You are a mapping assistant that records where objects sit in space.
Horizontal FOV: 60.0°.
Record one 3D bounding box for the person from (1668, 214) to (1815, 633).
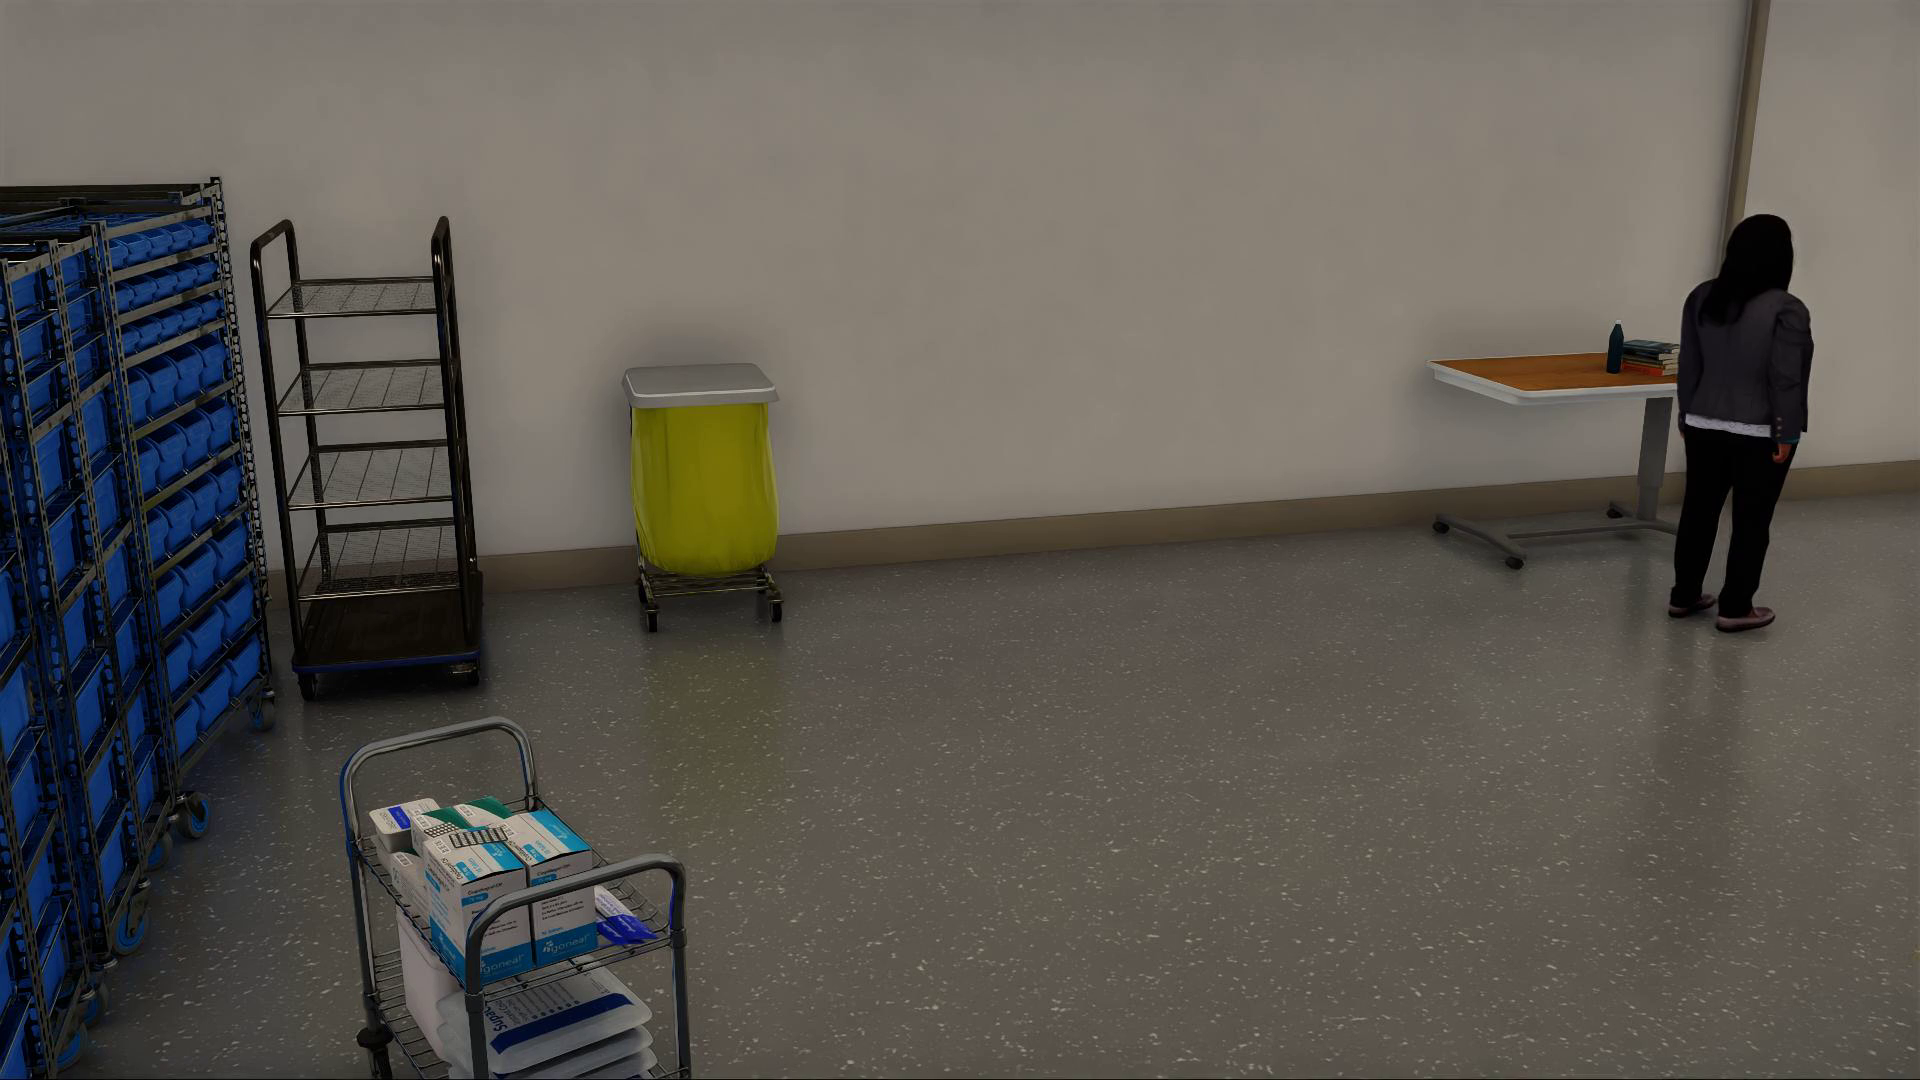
[{"bbox_3d":[2.999,-0.445,6.408,0.748,1.597,0.746,-9,18,-30],"label":"person"}]
